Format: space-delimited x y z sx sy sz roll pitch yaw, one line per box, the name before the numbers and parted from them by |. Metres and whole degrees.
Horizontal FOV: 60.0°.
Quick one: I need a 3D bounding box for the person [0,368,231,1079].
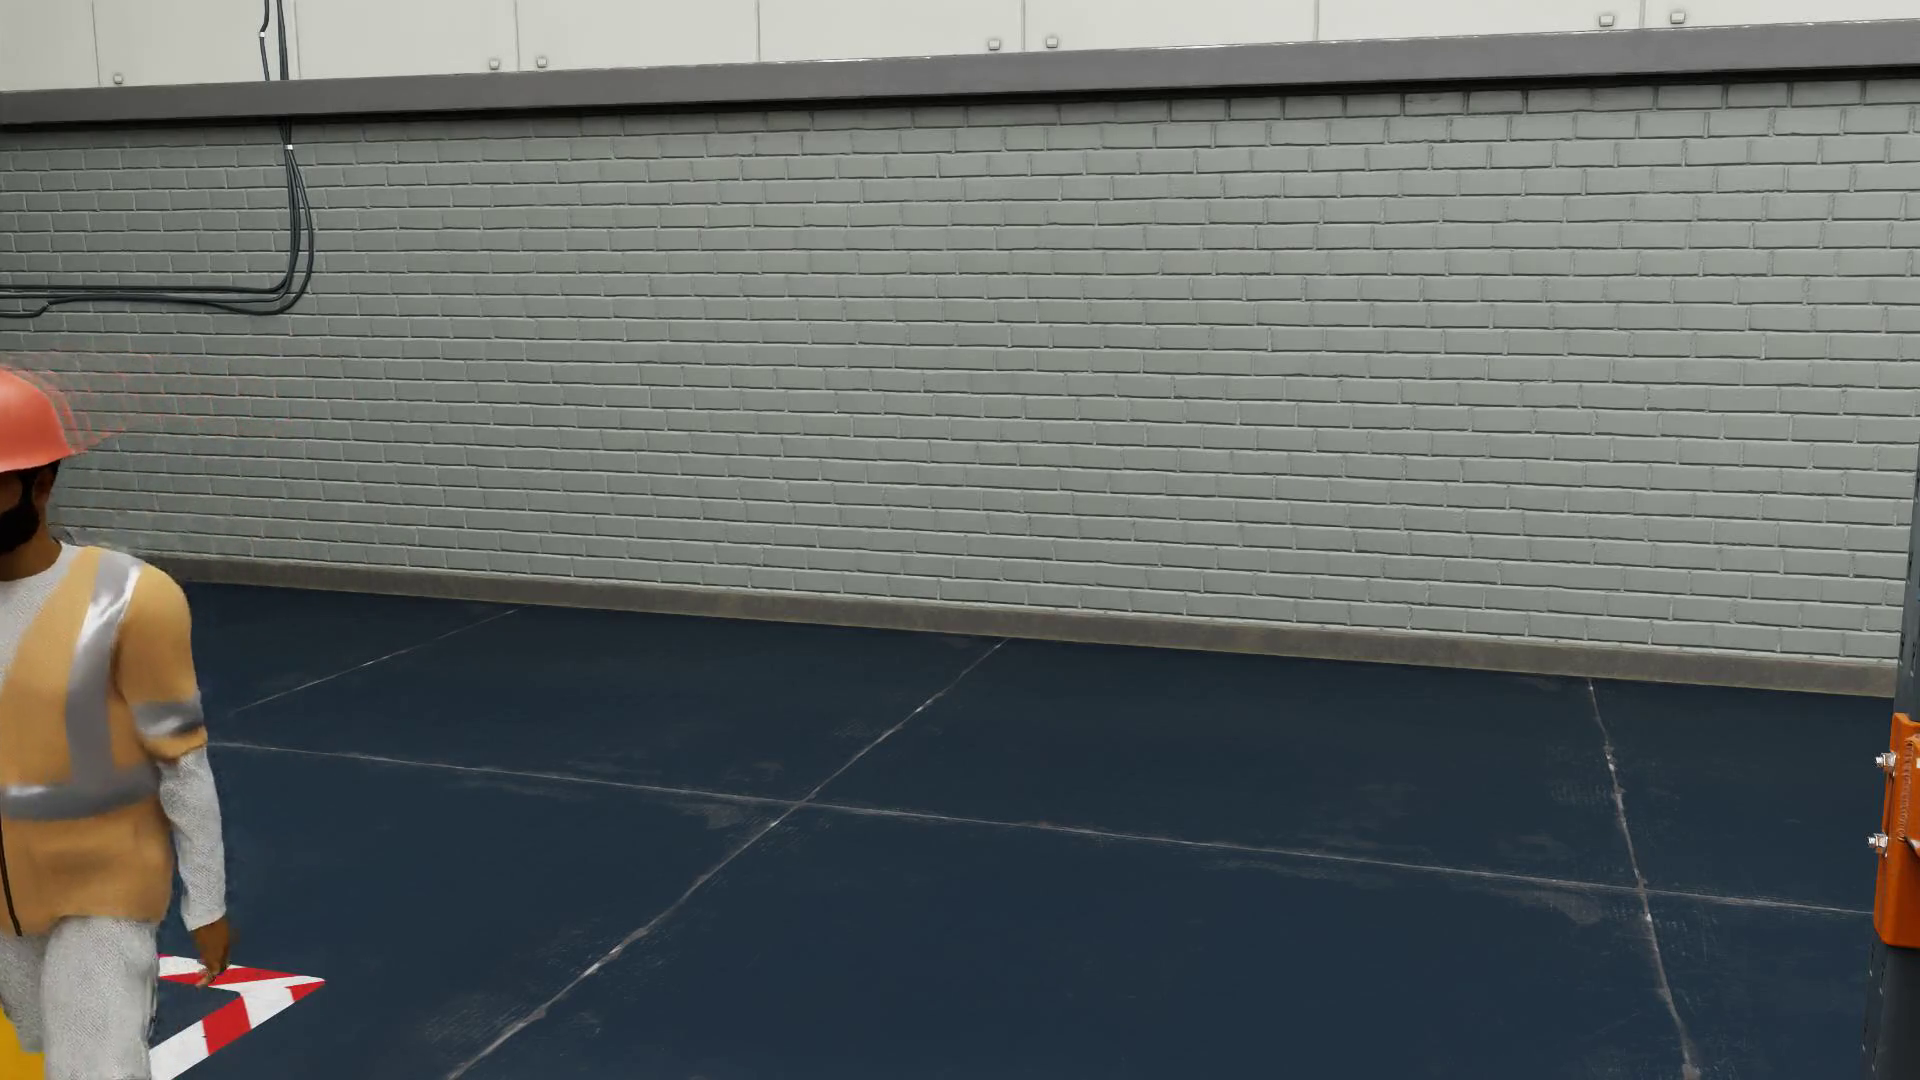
person | -1.652 0.649 2.918 0.574 1.887 0.959 1 10 6
